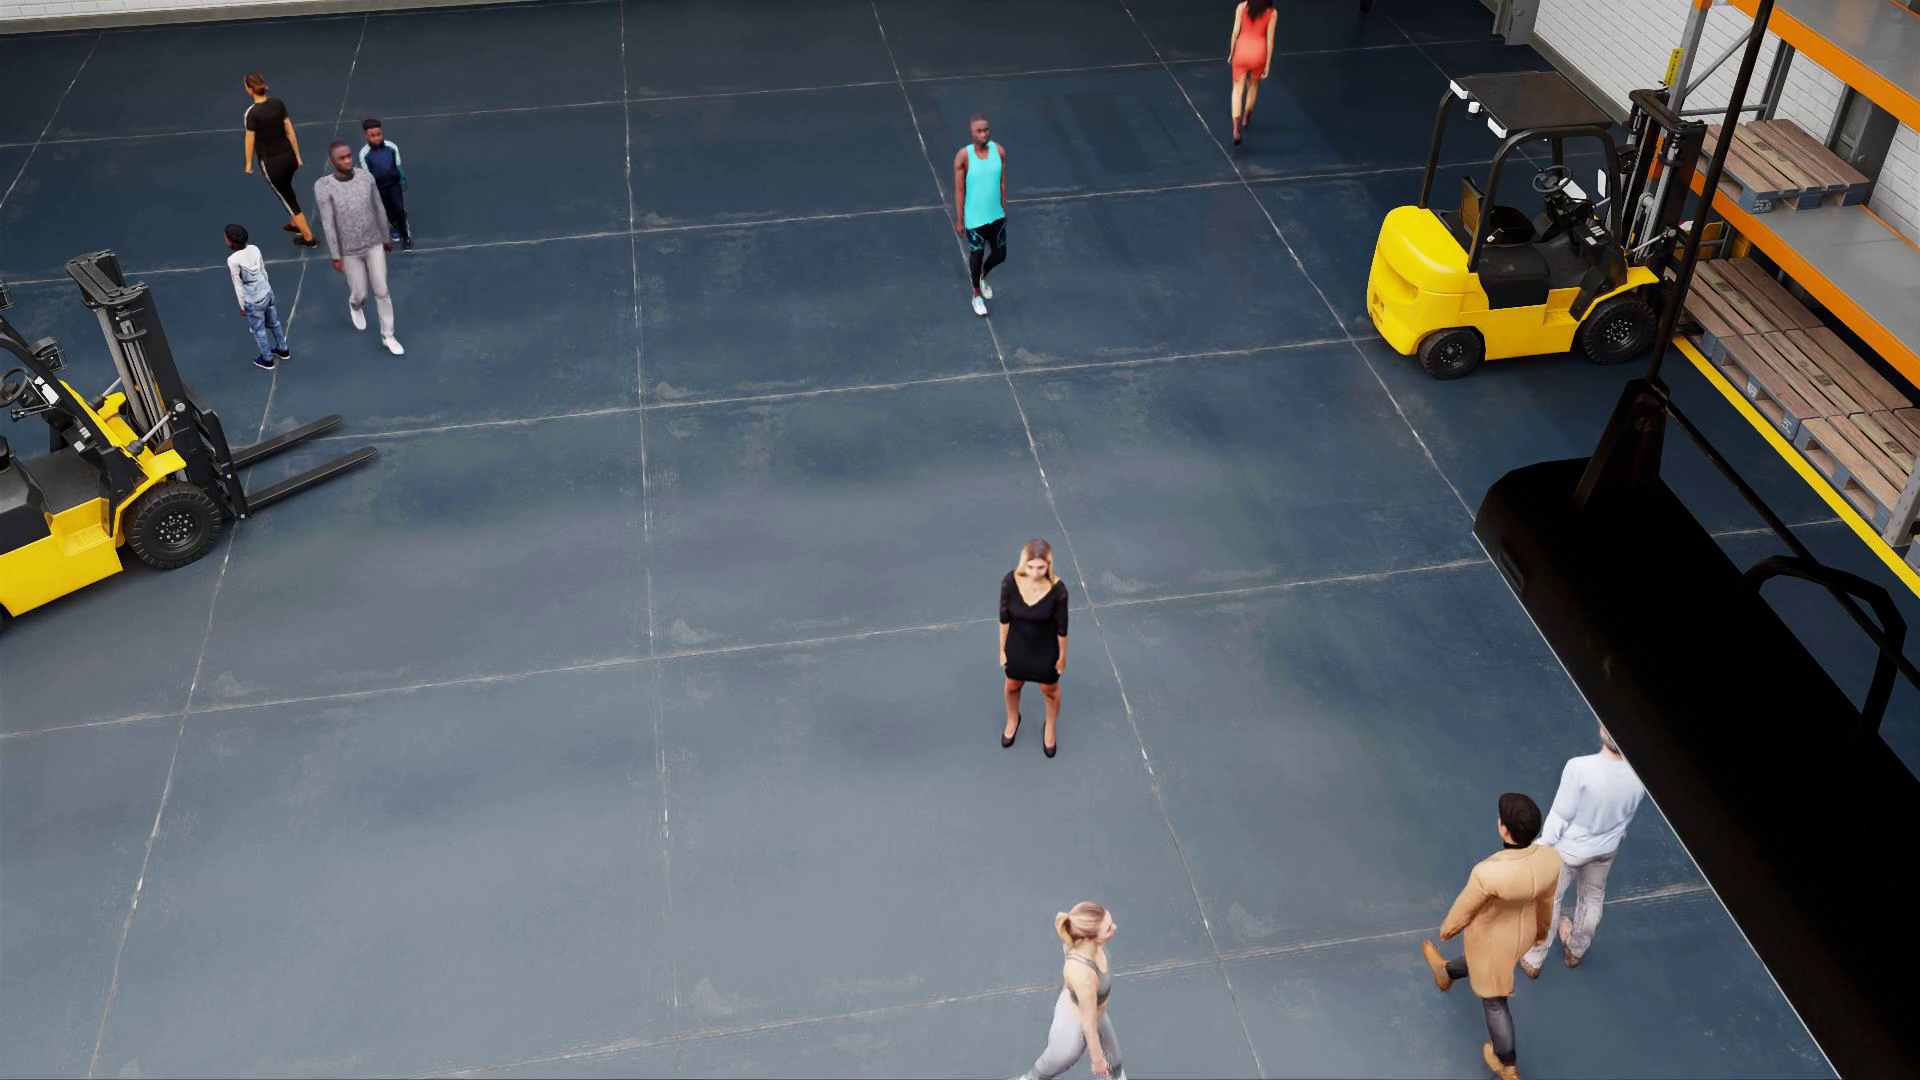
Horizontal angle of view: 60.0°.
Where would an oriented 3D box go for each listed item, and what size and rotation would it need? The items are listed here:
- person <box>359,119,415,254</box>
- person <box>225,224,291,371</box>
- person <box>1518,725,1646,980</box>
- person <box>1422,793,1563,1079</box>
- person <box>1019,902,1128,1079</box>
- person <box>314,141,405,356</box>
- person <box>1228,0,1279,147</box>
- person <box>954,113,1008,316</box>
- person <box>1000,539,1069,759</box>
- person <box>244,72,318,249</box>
[{"bbox_3d":[-5.225,-3.244,15.111,0.663,1.222,0.937,-16,41,-19],"label":"person"},{"bbox_3d":[-5.728,-1.989,13.511,0.614,1.258,0.541,16,41,19],"label":"person"},{"bbox_3d":[3.218,1.548,8.572,0.660,1.893,0.559,-7,39,-9],"label":"person"},{"bbox_3d":[2.693,2.008,8.170,0.827,1.677,1.204,-13,41,-16],"label":"person"},{"bbox_3d":[0.472,2.293,7.832,0.857,1.654,1.137,3,39,4],"label":"person"},{"bbox_3d":[-4.934,-2.416,13.590,0.941,1.827,1.051,-28,46,-30],"label":"person"},{"bbox_3d":[2.889,-4.779,16.661,0.849,1.687,1.172,6,39,7],"label":"person"},{"bbox_3d":[0.162,-2.781,14.072,0.677,1.796,0.713,-12,40,-15],"label":"person"},{"bbox_3d":[0.435,0.640,9.889,0.644,1.670,0.659,10,40,12],"label":"person"},{"bbox_3d":[-6.064,-3.378,14.938,0.847,1.647,0.804,16,41,19],"label":"person"}]
